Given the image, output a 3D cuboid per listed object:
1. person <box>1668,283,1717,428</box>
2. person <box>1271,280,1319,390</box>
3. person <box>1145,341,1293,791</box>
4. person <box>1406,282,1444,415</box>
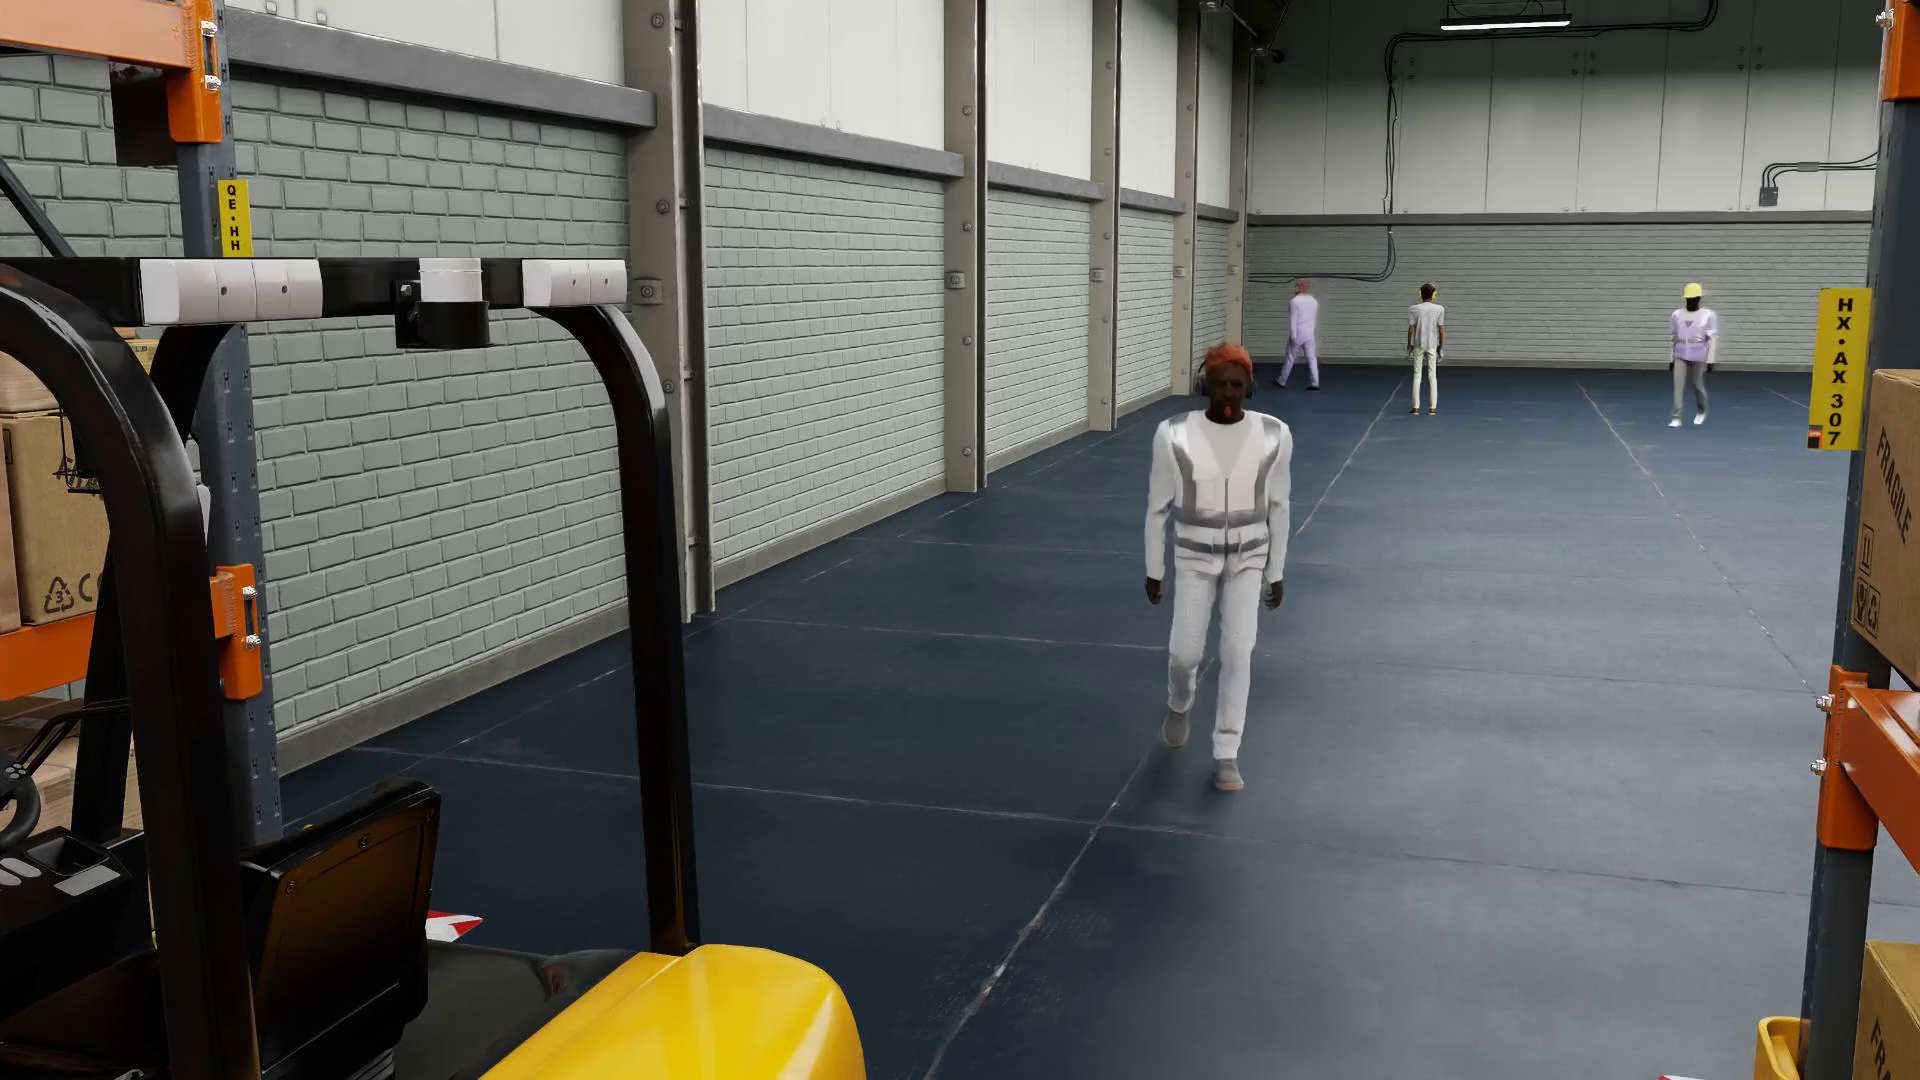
[{"bbox_3d":[9.655,-2.439,21.913,0.596,1.896,0.921,8,13,41],"label":"person"},{"bbox_3d":[5.745,-3.467,28.163,0.667,1.850,1.007,-6,11,-31],"label":"person"},{"bbox_3d":[1.067,0.088,6.979,0.588,1.862,0.638,0,10,0],"label":"person"},{"bbox_3d":[6.582,-2.707,23.569,0.512,1.872,0.330,2,10,13],"label":"person"}]
